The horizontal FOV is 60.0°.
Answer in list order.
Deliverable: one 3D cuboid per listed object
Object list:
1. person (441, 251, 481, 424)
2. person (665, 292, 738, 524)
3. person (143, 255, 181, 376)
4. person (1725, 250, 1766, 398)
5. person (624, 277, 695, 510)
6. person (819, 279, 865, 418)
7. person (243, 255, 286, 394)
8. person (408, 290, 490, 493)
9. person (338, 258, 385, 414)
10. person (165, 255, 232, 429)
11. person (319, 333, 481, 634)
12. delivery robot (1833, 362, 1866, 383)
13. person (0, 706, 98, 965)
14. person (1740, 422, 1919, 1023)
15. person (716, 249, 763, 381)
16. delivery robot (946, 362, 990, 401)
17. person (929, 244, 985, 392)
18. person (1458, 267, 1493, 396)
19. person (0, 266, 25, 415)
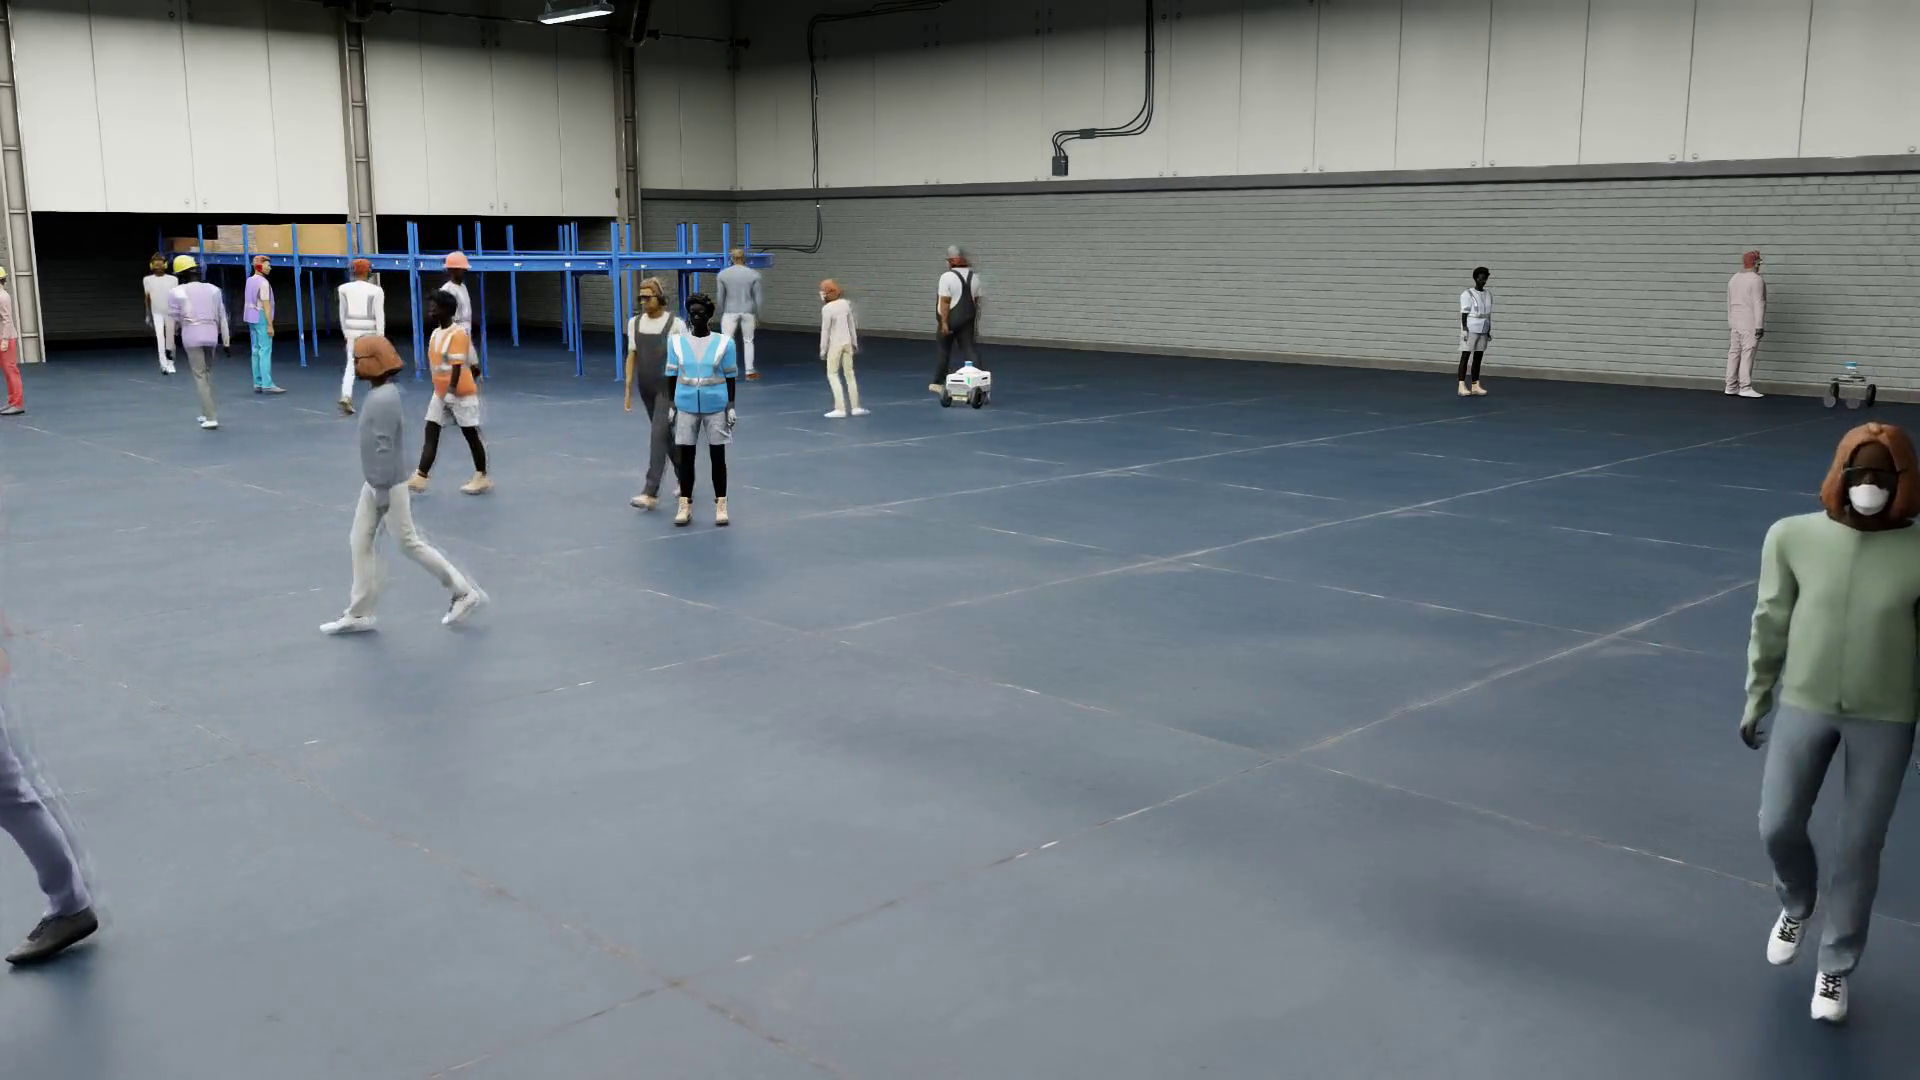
[{"bbox_3d":[-5.648,-2.262,18.664,0.484,1.927,0.563,1,10,3],"label":"person"},{"bbox_3d":[-1.894,-0.962,12.209,0.533,1.697,0.319,0,10,-2],"label":"person"},{"bbox_3d":[-12.153,-3.436,25.427,0.543,1.818,1.045,-5,12,-27],"label":"person"},{"bbox_3d":[10.338,-2.830,21.812,0.410,1.913,0.651,-2,11,-9],"label":"person"},{"bbox_3d":[-2.364,-1.173,13.145,0.494,1.794,1.006,5,12,25],"label":"person"},{"bbox_3d":[-1.394,-2.252,19.487,0.348,1.607,0.656,7,13,35],"label":"person"},{"bbox_3d":[-9.399,-2.893,22.349,0.392,1.839,0.564,-10,14,-43],"label":"person"},{"bbox_3d":[-4.227,-1.181,13.507,0.538,1.663,0.812,10,14,43],"label":"person"},{"bbox_3d":[-7.165,-2.440,19.887,0.591,1.853,0.941,0,10,2],"label":"person"},{"bbox_3d":[-8.445,-2.189,18.370,0.762,1.884,0.613,8,13,37],"label":"person"},{"bbox_3d":[-3.017,-0.307,8.903,0.795,1.605,0.507,-5,11,-24],"label":"person"},{"bbox_3d":[11.078,-2.095,20.660,0.335,0.223,0.698,8,13,36],"label":"delivery robot"},{"bbox_3d":[-2.922,0.417,4.630,0.538,1.719,0.898,9,14,40],"label":"person"},{"bbox_3d":[2.396,0.485,4.496,0.517,1.621,0.361,7,12,32],"label":"person"},{"bbox_3d":[-3.254,-3.256,24.150,0.803,1.913,0.502,-3,11,-15],"label":"person"},{"bbox_3d":[0.110,-1.982,20.752,0.477,0.478,0.707,5,11,24],"label":"delivery robot"},{"bbox_3d":[-0.002,-2.979,22.391,0.691,2.000,0.989,-9,13,-39],"label":"person"},{"bbox_3d":[6.838,-2.765,22.042,0.530,1.696,0.322,-5,12,-26],"label":"person"},{"bbox_3d":[-11.370,-2.378,19.744,0.315,1.770,0.523,-8,13,-37],"label":"person"}]
